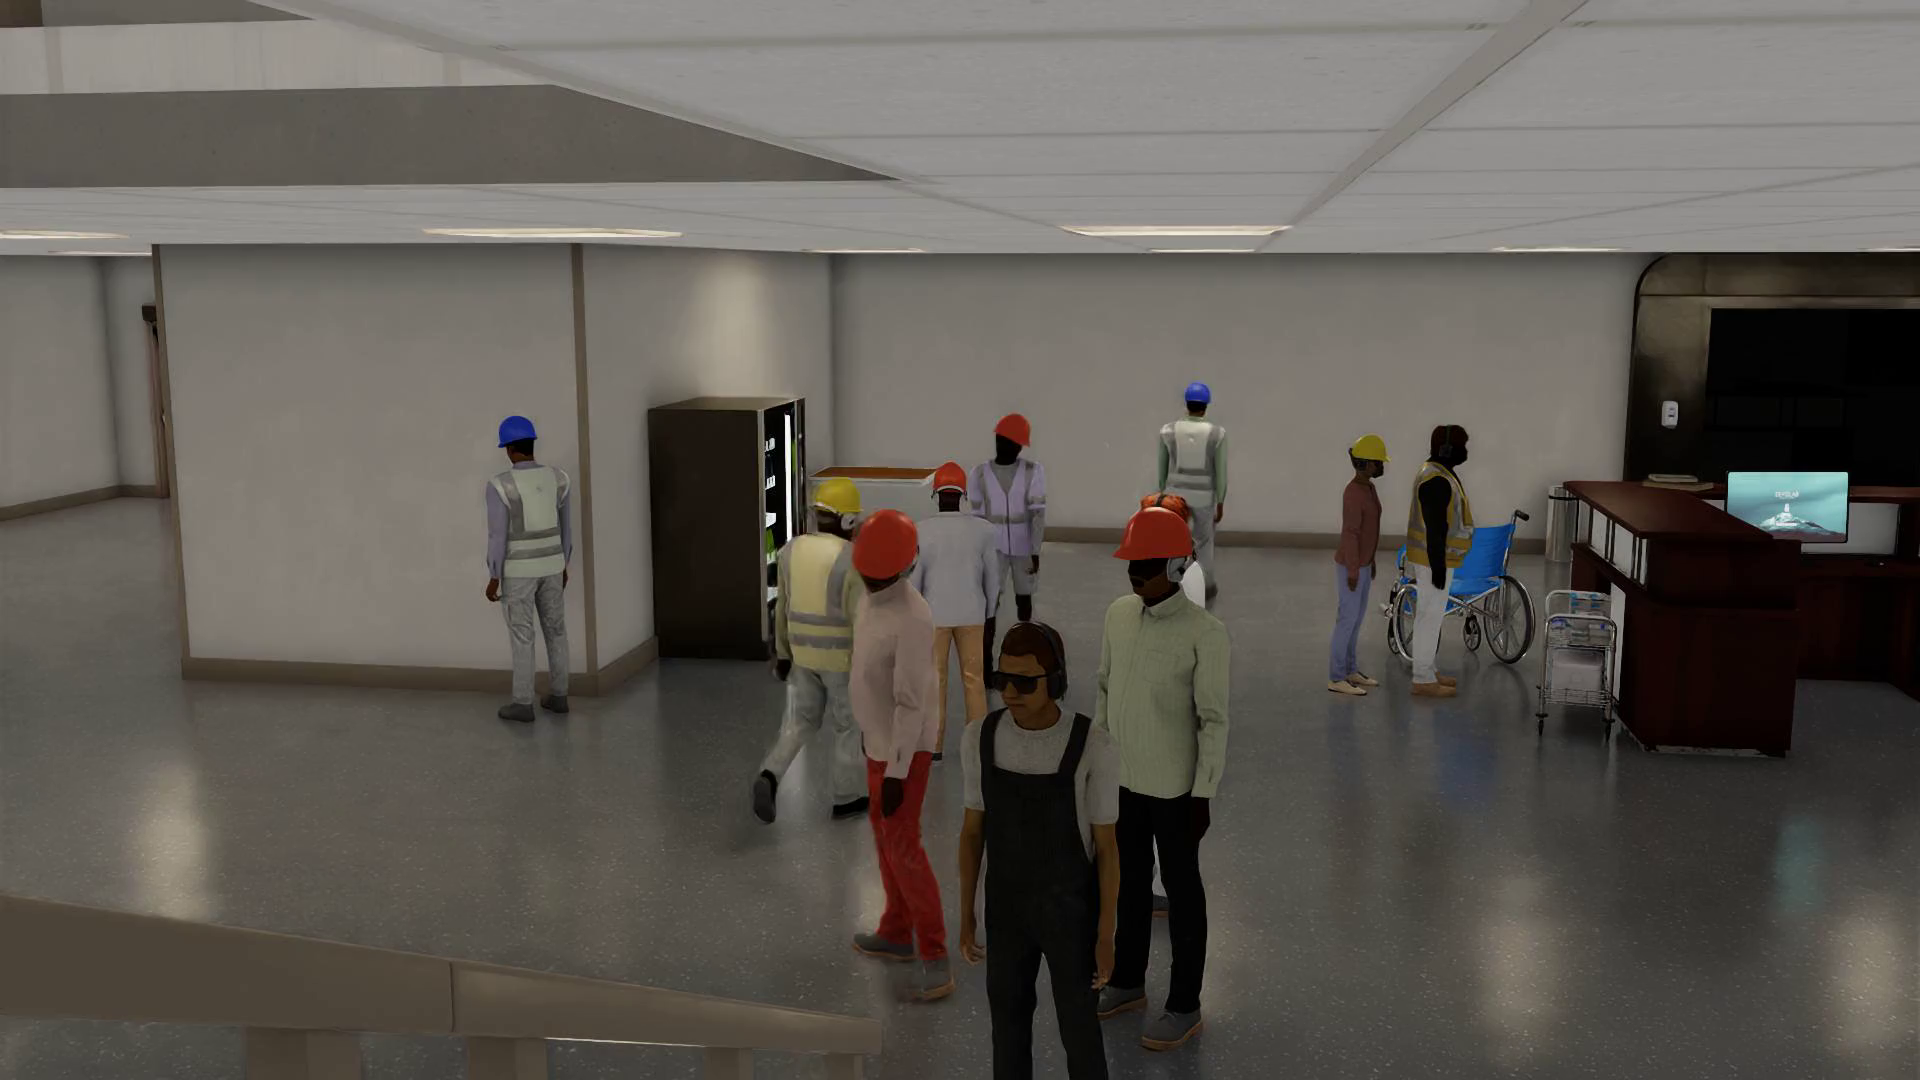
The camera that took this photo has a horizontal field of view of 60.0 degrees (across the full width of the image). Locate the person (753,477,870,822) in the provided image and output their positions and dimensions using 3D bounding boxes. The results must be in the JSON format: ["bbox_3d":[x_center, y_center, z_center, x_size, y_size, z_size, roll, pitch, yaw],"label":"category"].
[{"bbox_3d":[-0.724,0.589,8.436,0.617,1.804,0.696,7,11,35],"label":"person"}]

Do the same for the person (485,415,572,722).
[{"bbox_3d":[-2.733,0.182,10.538,0.400,1.938,0.602,8,12,40],"label":"person"}]

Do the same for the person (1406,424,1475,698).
[{"bbox_3d":[3.221,0.136,11.169,0.431,1.836,0.618,3,10,21],"label":"person"}]

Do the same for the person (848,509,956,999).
[{"bbox_3d":[-0.265,0.820,6.602,0.400,1.944,0.710,-3,10,-16],"label":"person"}]

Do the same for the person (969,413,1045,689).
[{"bbox_3d":[0.325,0.036,11.657,0.531,1.866,0.954,0,9,2],"label":"person"}]

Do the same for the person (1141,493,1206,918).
[{"bbox_3d":[0.904,0.728,7.339,0.360,1.882,0.575,4,10,25],"label":"person"}]

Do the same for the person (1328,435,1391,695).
[{"bbox_3d":[2.706,0.164,11.214,0.342,1.756,0.518,4,10,25],"label":"person"}]

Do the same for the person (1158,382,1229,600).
[{"bbox_3d":[1.979,-0.386,14.114,0.610,1.908,0.875,3,10,16],"label":"person"}]

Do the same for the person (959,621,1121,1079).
[{"bbox_3d":[0.232,1.135,4.984,0.508,1.839,0.359,4,10,25],"label":"person"}]

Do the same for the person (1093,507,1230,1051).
[{"bbox_3d":[0.716,0.864,6.154,0.376,1.995,0.612,-8,12,-40],"label":"person"}]

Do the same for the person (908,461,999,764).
[{"bbox_3d":[-0.053,0.419,9.633,0.561,1.753,0.327,-2,9,-10],"label":"person"}]
